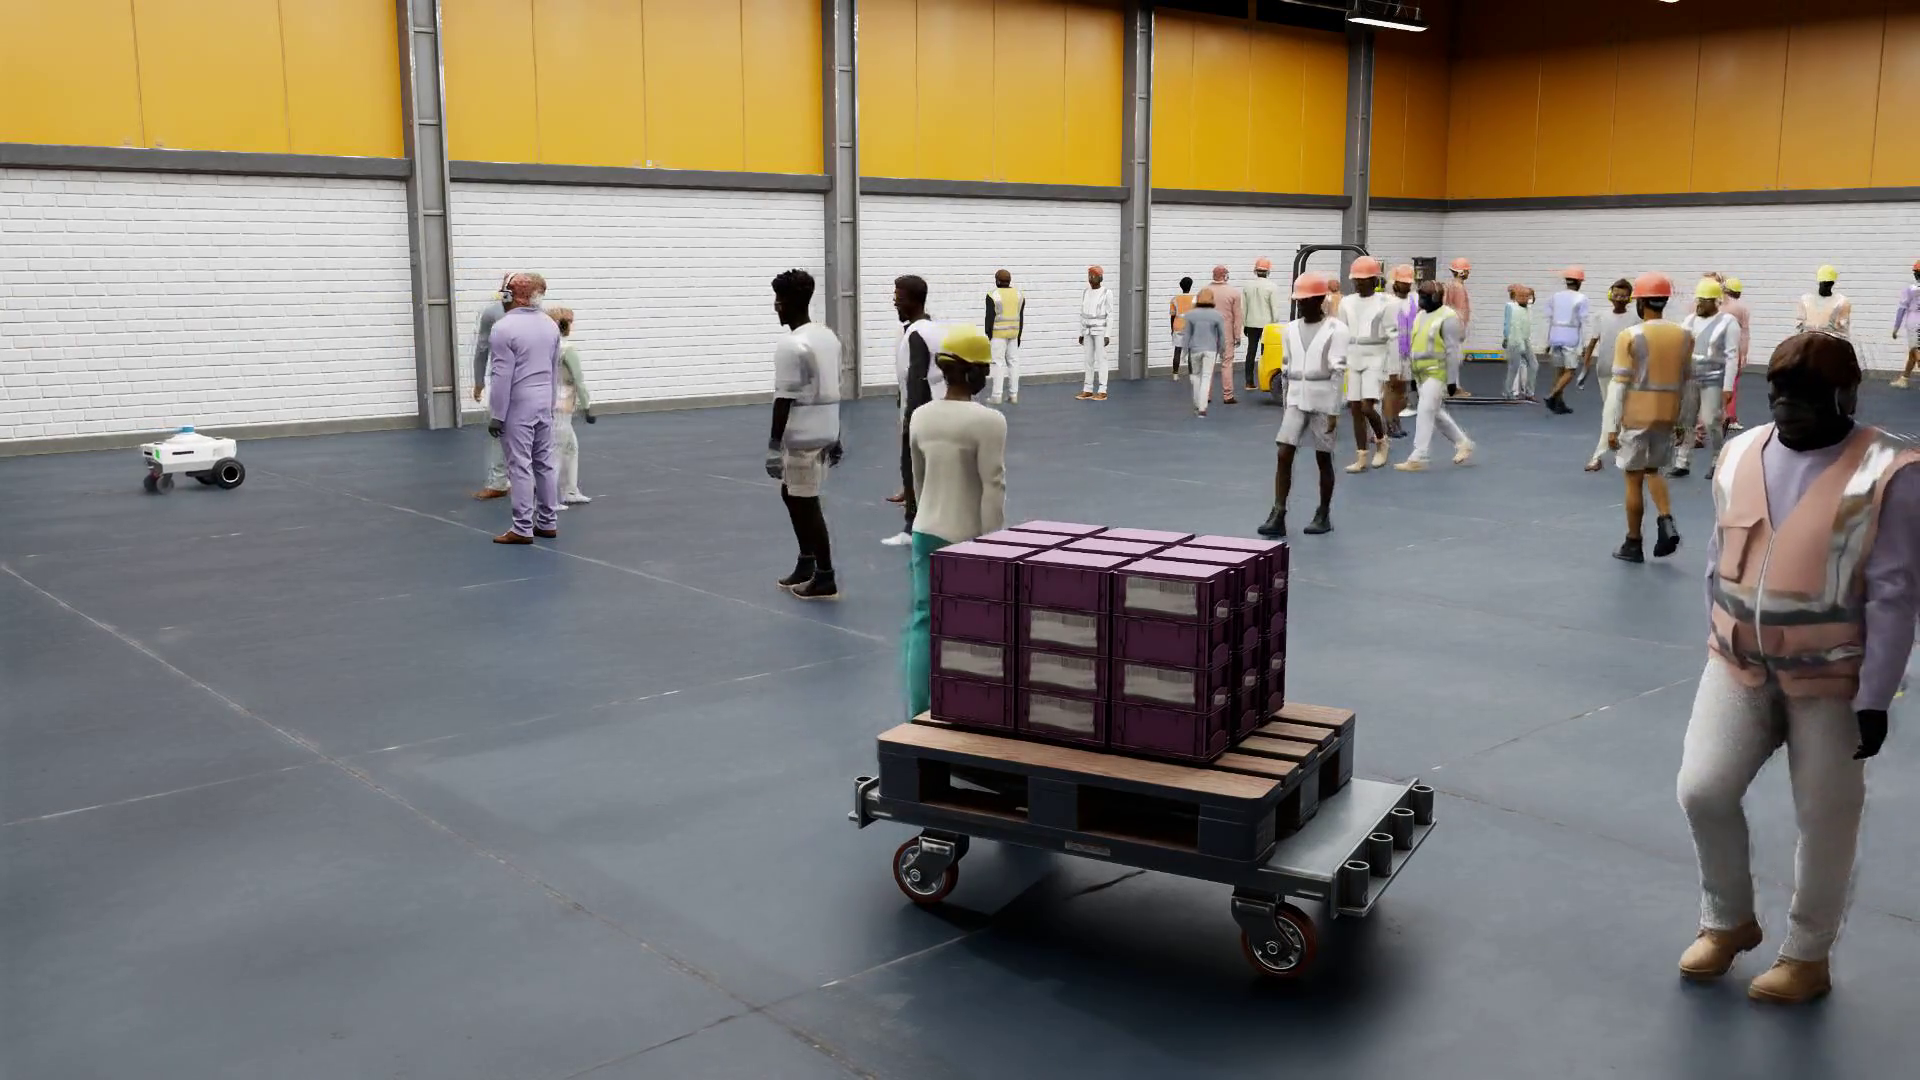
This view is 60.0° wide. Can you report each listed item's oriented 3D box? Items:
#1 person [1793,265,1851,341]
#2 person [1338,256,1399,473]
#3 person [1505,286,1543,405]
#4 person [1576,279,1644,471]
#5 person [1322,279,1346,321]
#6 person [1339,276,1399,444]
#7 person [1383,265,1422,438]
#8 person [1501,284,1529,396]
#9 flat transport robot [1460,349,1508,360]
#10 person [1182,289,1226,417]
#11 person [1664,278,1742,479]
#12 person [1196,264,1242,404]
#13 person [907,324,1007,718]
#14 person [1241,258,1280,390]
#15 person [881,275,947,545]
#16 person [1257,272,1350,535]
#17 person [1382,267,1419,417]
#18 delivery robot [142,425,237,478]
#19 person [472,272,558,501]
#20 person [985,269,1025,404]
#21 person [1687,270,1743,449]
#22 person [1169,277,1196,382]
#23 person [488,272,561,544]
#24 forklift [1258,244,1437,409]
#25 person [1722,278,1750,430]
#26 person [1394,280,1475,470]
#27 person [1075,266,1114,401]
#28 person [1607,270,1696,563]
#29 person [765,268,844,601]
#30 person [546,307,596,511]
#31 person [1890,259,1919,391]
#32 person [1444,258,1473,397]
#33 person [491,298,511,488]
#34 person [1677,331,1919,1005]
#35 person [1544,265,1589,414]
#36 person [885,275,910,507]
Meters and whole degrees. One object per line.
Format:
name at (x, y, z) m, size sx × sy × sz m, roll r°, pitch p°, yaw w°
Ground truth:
person at (10.218, -2.286, 19.765) m, size 0.532 × 1.915 × 0.627 m, roll -9°, pitch 14°, yaw -44°
person at (3.749, -1.618, 15.460) m, size 0.461 × 2.024 × 0.626 m, roll -8°, pitch 13°, yaw -40°
person at (7.682, -2.621, 22.536) m, size 0.597 × 1.613 × 0.520 m, roll 9°, pitch 13°, yaw 43°
person at (6.269, -1.587, 15.901) m, size 0.990 × 1.821 × 0.529 m, roll -9°, pitch 13°, yaw -42°
person at (6.313, -3.585, 28.107) m, size 0.512 × 1.639 × 0.311 m, roll -5°, pitch 11°, yaw -27°
person at (4.274, -1.935, 17.932) m, size 0.876 × 1.835 × 0.529 m, roll 0°, pitch 10°, yaw -3°
person at (4.952, -2.096, 18.673) m, size 0.561 × 1.928 × 0.657 m, roll -3°, pitch 10°, yaw -18°
person at (8.079, -2.900, 24.154) m, size 0.521 × 1.625 × 0.340 m, roll -8°, pitch 13°, yaw -40°
flat transport robot at (10.155, -3.571, 32.018) m, size 1.431 × 0.197 × 0.652 m, roll 3°, pitch 10°, yaw 17°
person at (3.113, -2.373, 21.076) m, size 0.530 × 1.603 × 0.739 m, roll 3°, pitch 10°, yaw 19°
person at (6.735, -1.450, 15.079) m, size 0.435 × 1.836 × 0.596 m, roll -6°, pitch 11°, yaw -30°
person at (3.561, -2.821, 22.849) m, size 0.643 × 1.908 × 0.399 m, roll 5°, pitch 11°, yaw 25°
person at (0.064, -0.026, 6.962) m, size 0.552 × 1.729 × 0.826 m, roll 8°, pitch 13°, yaw 39°
person at (4.533, -3.243, 25.048) m, size 0.622 × 1.995 × 0.374 m, roll 8°, pitch 13°, yaw 40°
person at (-0.214, -0.891, 11.606) m, size 0.604 × 1.899 × 0.596 m, roll 0°, pitch 10°, yaw 2°
person at (2.462, -0.949, 11.904) m, size 0.547 × 1.907 × 0.842 m, roll 7°, pitch 12°, yaw 37°
person at (5.423, -2.449, 20.743) m, size 0.941 × 1.874 × 0.609 m, roll -5°, pitch 11°, yaw -27°
delivery robot at (-6.667, -0.749, 14.396) m, size 0.477 × 0.478 × 0.707 m, roll 9°, pitch 13°, yaw 43°
person at (-3.707, -1.250, 13.741) m, size 0.792 × 1.899 × 0.368 m, roll -4°, pitch 10°, yaw -22°
person at (0.586, -2.793, 22.877) m, size 0.625 × 1.844 × 0.429 m, roll -6°, pitch 12°, yaw -33°
person at (7.947, -1.909, 17.595) m, size 0.775 × 1.880 × 0.647 m, roll -5°, pitch 11°, yaw -26°
person at (3.640, -3.400, 26.883) m, size 0.529 × 1.689 × 0.321 m, roll 4°, pitch 11°, yaw 24°
person at (-3.099, -0.923, 11.740) m, size 0.409 × 1.908 × 0.639 m, roll 4°, pitch 11°, yaw 24°
forklift at (5.256, -2.933, 22.661) m, size 2.313 × 2.155 × 1.214 m, roll 3°, pitch 10°, yaw 16°
person at (8.951, -2.168, 19.434) m, size 0.331 × 1.768 × 0.526 m, roll -8°, pitch 13°, yaw -39°
person at (4.562, -1.565, 15.811) m, size 0.827 × 1.812 × 0.658 m, roll -2°, pitch 10°, yaw -13°
person at (1.894, -2.899, 23.383) m, size 0.356 × 1.882 × 0.573 m, roll -9°, pitch 13°, yaw -44°
person at (4.510, -0.795, 10.922) m, size 0.563 × 1.927 × 0.422 m, roll -2°, pitch 10°, yaw -12°
person at (-0.964, -0.606, 9.753) m, size 0.620 × 1.943 × 0.650 m, roll 4°, pitch 10°, yaw 21°
person at (-3.120, -1.034, 13.259) m, size 0.680 × 1.614 × 0.528 m, roll -8°, pitch 13°, yaw -40°
person at (14.441, -3.237, 25.049) m, size 0.626 × 1.995 × 1.038 m, roll -1°, pitch 10°, yaw -6°
person at (7.196, -3.075, 24.070) m, size 0.375 × 1.997 × 0.612 m, roll 0°, pitch 10°, yaw 0°
person at (-3.813, -1.312, 14.493) m, size 0.680 × 1.736 × 0.518 m, roll -4°, pitch 10°, yaw -20°
person at (2.221, 0.362, 4.444) m, size 0.490 × 1.826 × 0.626 m, roll -7°, pitch 12°, yaw -35°
person at (7.670, -2.528, 21.132) m, size 0.677 × 1.910 × 0.583 m, roll -8°, pitch 12°, yaw -39°
person at (-0.410, -1.197, 13.462) m, size 0.317 × 1.865 × 0.531 m, roll -3°, pitch 10°, yaw -18°
